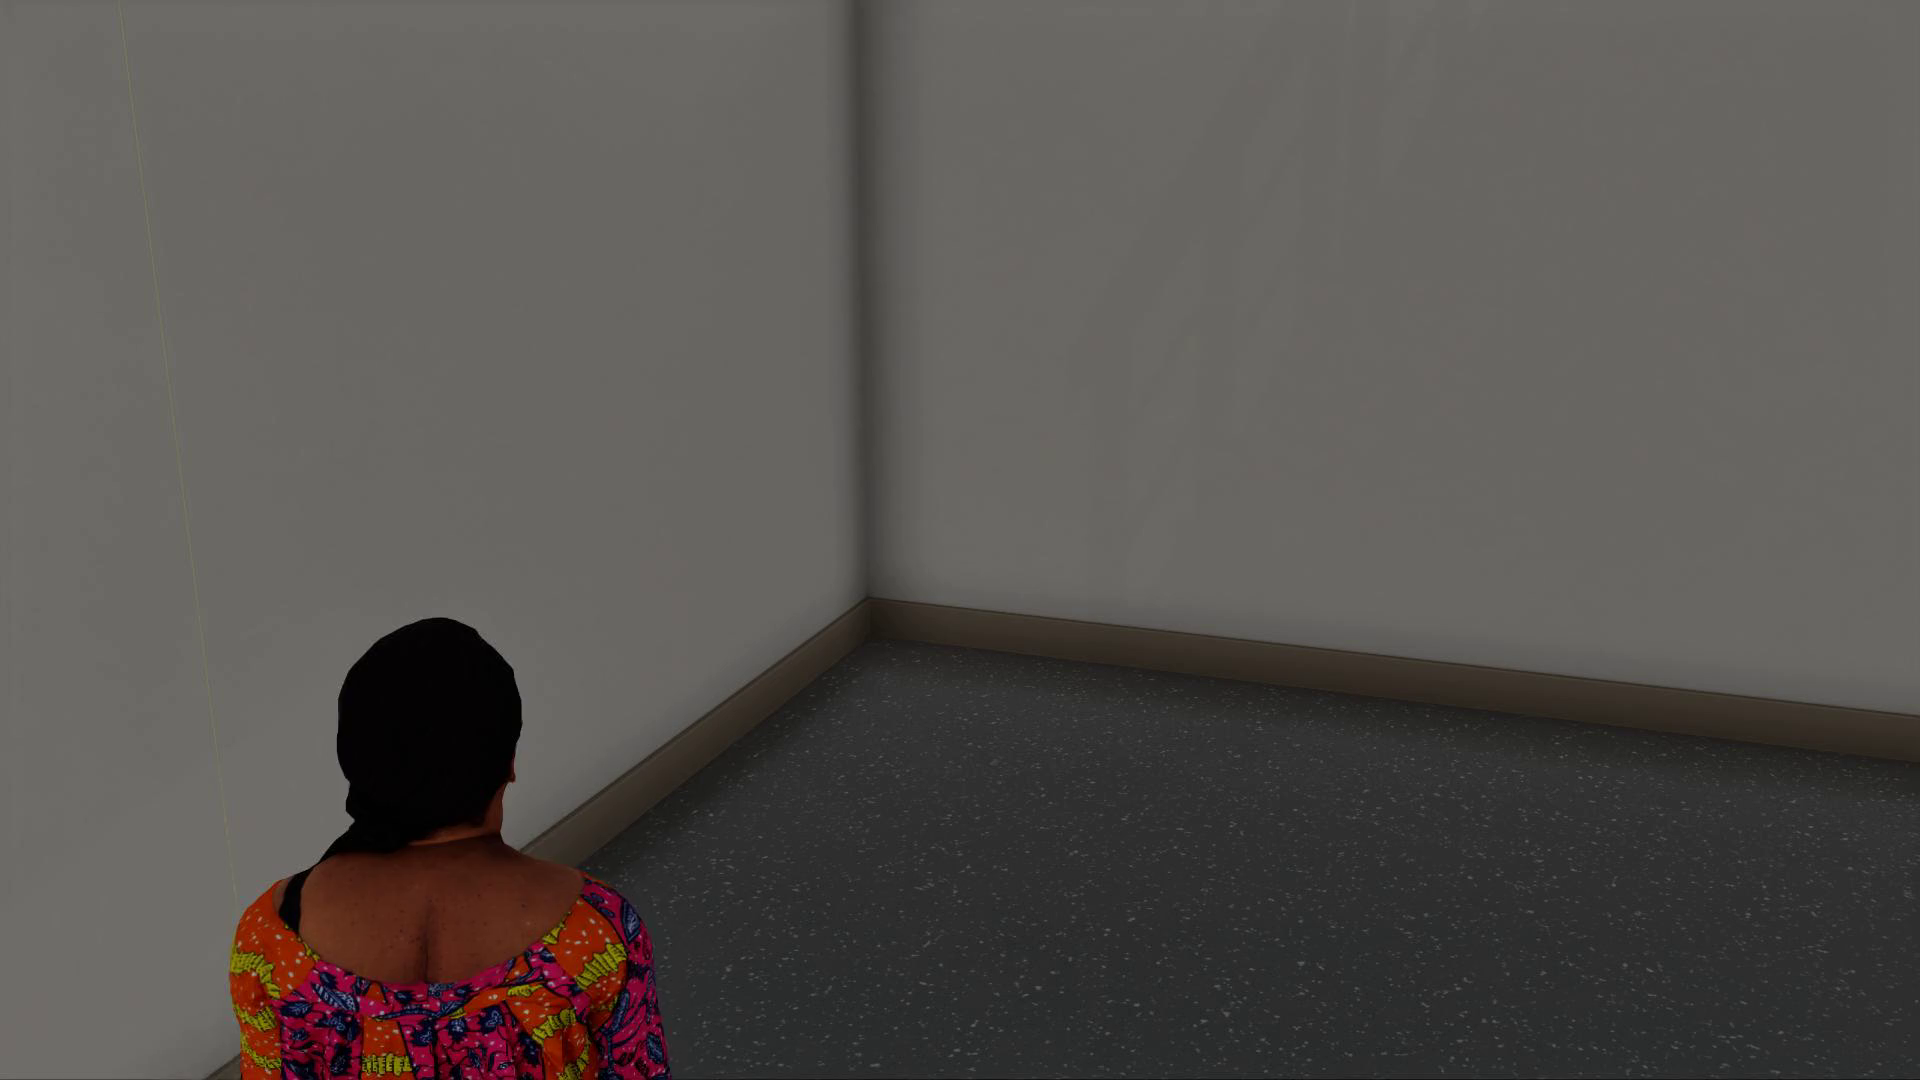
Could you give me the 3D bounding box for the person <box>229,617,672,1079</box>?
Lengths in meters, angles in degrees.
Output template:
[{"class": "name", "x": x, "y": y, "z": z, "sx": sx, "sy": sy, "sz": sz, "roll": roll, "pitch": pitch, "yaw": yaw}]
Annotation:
[{"class": "person", "x": -0.617, "y": 0.915, "z": 2.017, "sx": 0.820, "sy": 1.654, "sz": 0.901, "roll": 0, "pitch": 16, "yaw": -1}]
